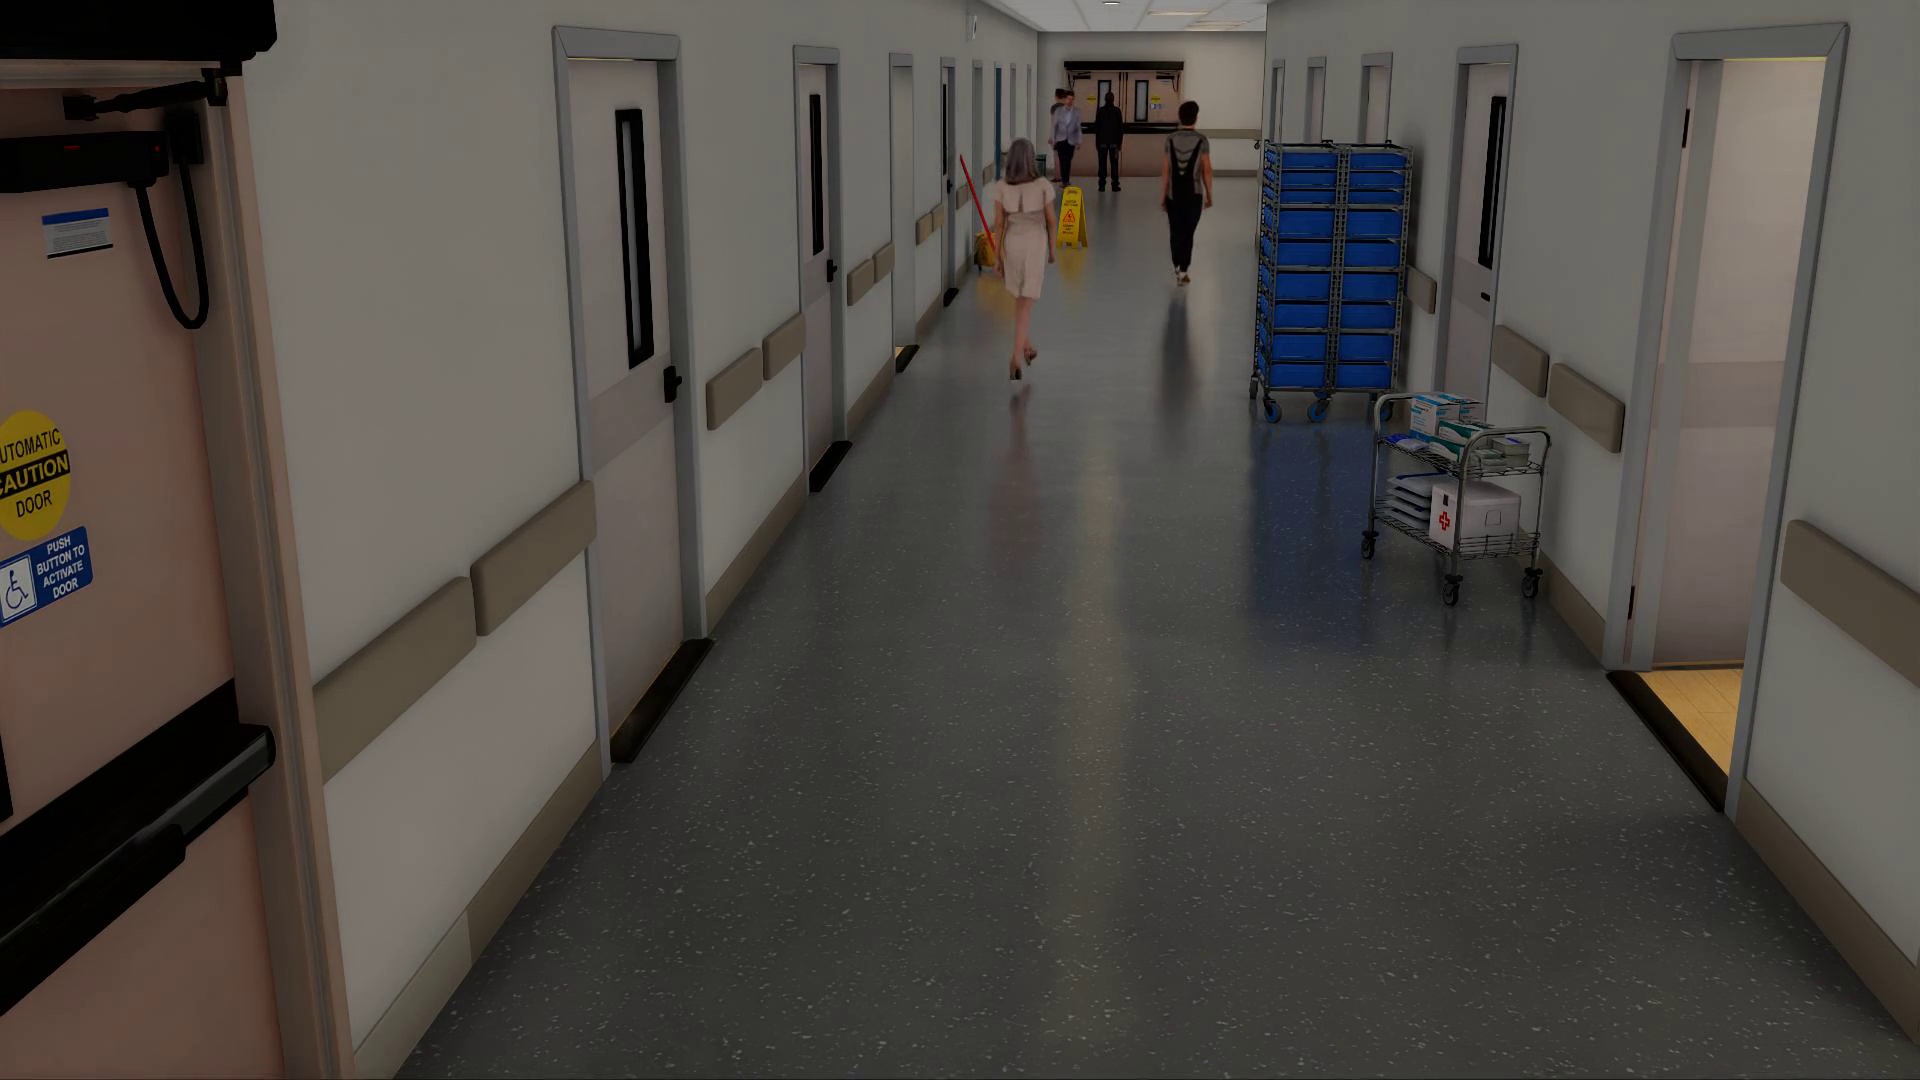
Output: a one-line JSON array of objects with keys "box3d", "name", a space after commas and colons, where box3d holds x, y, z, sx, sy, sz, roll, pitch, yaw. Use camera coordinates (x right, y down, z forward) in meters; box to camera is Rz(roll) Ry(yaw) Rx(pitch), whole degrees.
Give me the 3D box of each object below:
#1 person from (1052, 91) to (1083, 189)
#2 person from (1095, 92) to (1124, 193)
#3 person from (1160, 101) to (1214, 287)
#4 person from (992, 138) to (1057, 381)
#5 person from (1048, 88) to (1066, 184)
[{"box3d": [1.958, -7.438, 31.147, 0.840, 1.773, 1.311, 0, 16, -1], "name": "person"}, {"box3d": [2.786, -7.474, 31.179, 0.730, 1.825, 0.641, 4, 16, 14], "name": "person"}, {"box3d": [2.308, -3.513, 17.103, 0.816, 1.840, 1.226, 4, 16, 14], "name": "person"}, {"box3d": [0.450, -1.938, 11.821, 0.742, 1.675, 1.248, 4, 16, 14], "name": "person"}, {"box3d": [2.009, -8.142, 33.498, 0.726, 1.853, 0.780, -12, 20, -36], "name": "person"}]
